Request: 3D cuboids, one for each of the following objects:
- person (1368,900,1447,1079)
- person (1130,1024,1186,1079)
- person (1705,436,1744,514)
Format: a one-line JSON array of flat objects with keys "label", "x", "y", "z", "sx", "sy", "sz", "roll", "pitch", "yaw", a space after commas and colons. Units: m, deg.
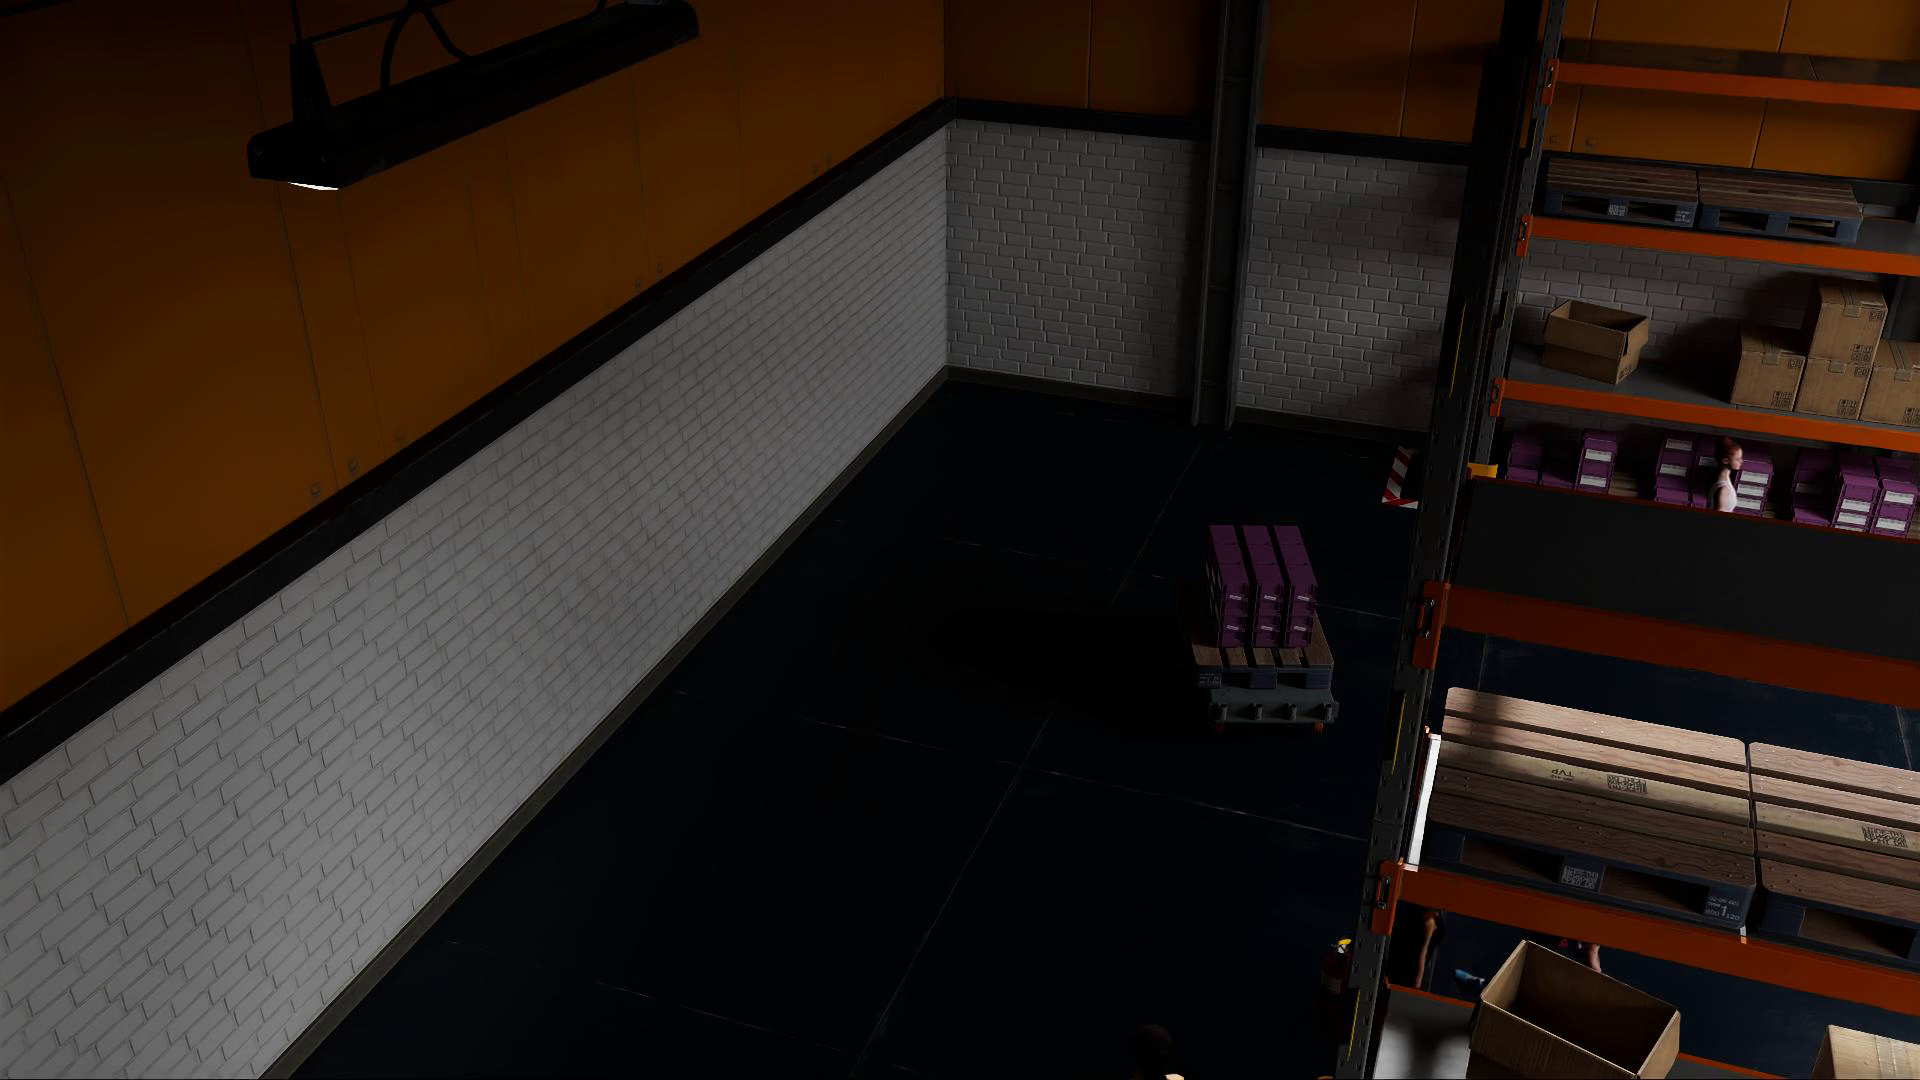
[{"label": "person", "x": 2.254, "y": 2.345, "z": 8.847, "sx": 1.050, "sy": 1.700, "sz": 0.867, "roll": -5, "pitch": 29, "yaw": -10}, {"label": "person", "x": 0.871, "y": 2.994, "z": 7.755, "sx": 1.020, "sy": 1.607, "sz": 0.928, "roll": -6, "pitch": 29, "yaw": -11}, {"label": "person", "x": 5.840, "y": 0.011, "z": 13.030, "sx": 0.482, "sy": 1.792, "sz": 0.562, "roll": 10, "pitch": 30, "yaw": 17}]
